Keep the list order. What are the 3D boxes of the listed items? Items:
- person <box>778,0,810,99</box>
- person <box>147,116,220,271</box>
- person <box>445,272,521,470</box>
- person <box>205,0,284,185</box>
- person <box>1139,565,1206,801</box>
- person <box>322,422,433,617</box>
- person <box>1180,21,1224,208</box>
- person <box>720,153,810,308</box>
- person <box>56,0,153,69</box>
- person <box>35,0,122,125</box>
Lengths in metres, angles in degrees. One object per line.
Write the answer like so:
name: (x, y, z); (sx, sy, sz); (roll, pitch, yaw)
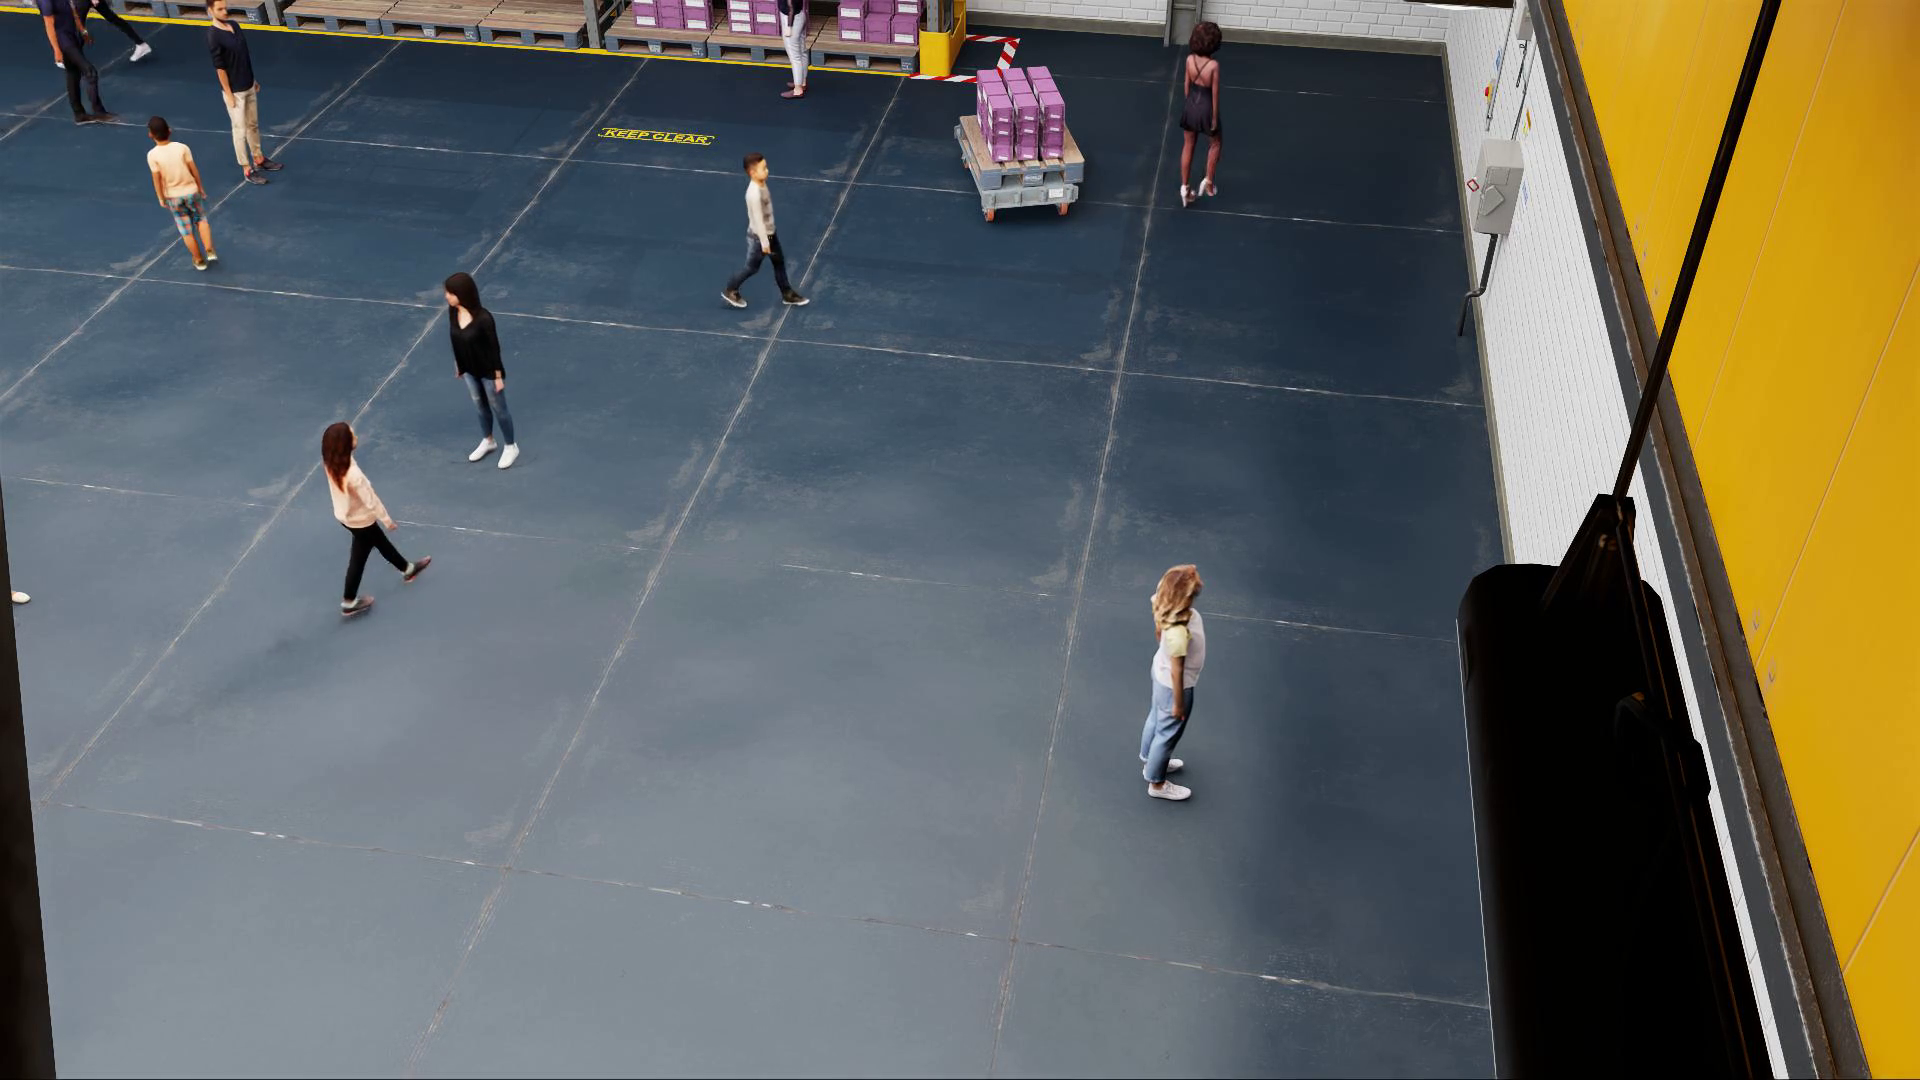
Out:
person: (-1.796, -5.533, 17.801); (0.531, 1.607, 0.598); (8, 39, 9)
person: (-6.914, -3.057, 14.822); (0.663, 1.456, 0.722); (-23, 44, -26)
person: (-3.588, -1.301, 12.473); (0.538, 1.643, 0.670); (16, 41, 19)
person: (-7.042, -4.418, 16.206); (0.523, 1.856, 0.630); (8, 39, 10)
person: (1.239, 0.825, 9.746); (0.635, 1.724, 0.684); (-3, 39, -4)
person: (-4.084, -0.111, 11.142); (0.983, 1.445, 0.977); (-29, 47, -32)
person: (2.227, -3.979, 15.722); (0.745, 1.773, 0.804); (27, 46, 29)
person: (-1.776, -2.628, 14.296); (1.006, 1.442, 0.607); (4, 39, 4)
person: (-9.548, -6.024, 18.357); (1.256, 1.679, 1.094); (-20, 43, -23)
person: (-9.301, -5.128, 17.159); (0.839, 1.776, 0.787); (-6, 39, -7)
